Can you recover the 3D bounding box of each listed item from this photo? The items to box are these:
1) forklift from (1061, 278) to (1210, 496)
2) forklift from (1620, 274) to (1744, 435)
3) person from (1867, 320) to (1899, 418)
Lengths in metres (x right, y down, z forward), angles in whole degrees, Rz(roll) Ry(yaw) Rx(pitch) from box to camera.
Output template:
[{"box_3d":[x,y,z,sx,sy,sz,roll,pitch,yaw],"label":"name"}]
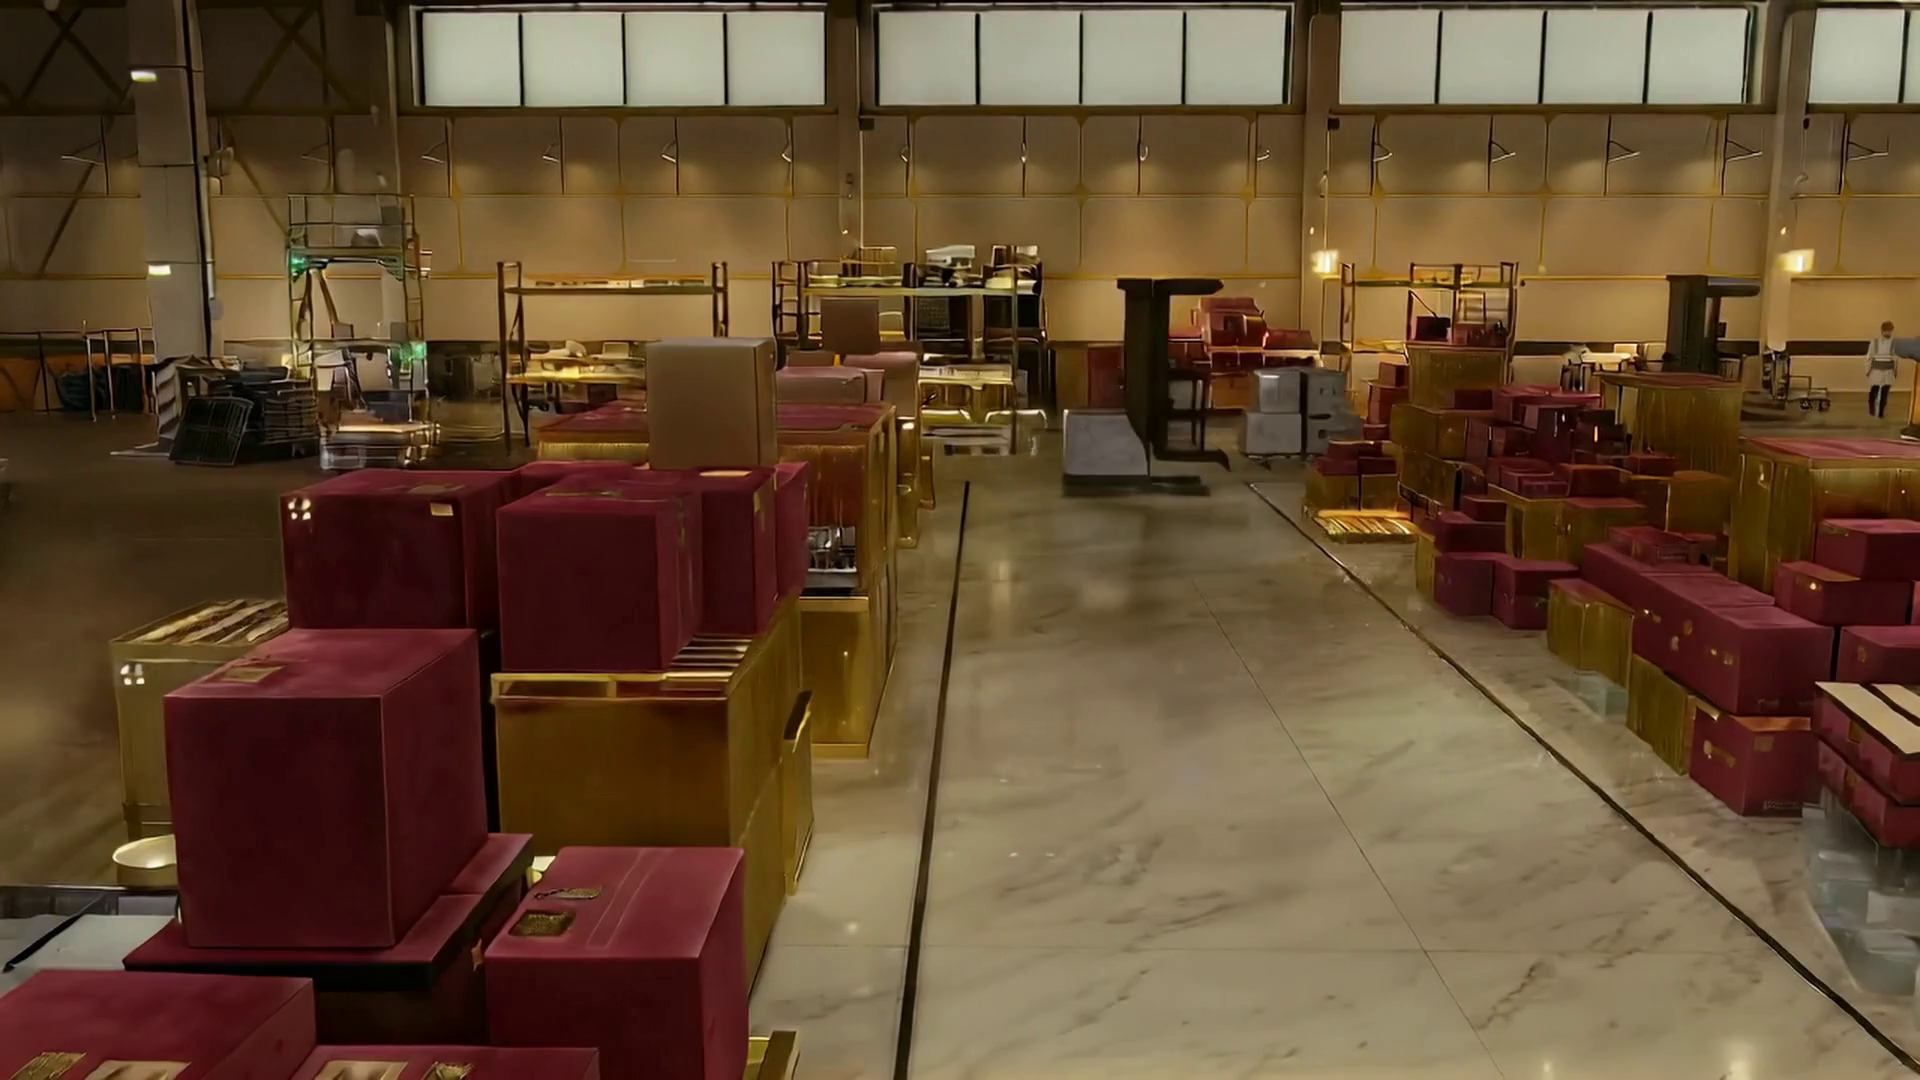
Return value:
[{"box_3d":[2.281,-2.009,21.670,1.873,2.768,1.129,0,9,1],"label":"forklift"},{"box_3d":[12.701,-3.275,29.255,1.873,2.768,1.129,0,9,1],"label":"forklift"},{"box_3d":[18.070,-3.350,32.577,0.547,1.921,0.623,4,10,22],"label":"person"}]
